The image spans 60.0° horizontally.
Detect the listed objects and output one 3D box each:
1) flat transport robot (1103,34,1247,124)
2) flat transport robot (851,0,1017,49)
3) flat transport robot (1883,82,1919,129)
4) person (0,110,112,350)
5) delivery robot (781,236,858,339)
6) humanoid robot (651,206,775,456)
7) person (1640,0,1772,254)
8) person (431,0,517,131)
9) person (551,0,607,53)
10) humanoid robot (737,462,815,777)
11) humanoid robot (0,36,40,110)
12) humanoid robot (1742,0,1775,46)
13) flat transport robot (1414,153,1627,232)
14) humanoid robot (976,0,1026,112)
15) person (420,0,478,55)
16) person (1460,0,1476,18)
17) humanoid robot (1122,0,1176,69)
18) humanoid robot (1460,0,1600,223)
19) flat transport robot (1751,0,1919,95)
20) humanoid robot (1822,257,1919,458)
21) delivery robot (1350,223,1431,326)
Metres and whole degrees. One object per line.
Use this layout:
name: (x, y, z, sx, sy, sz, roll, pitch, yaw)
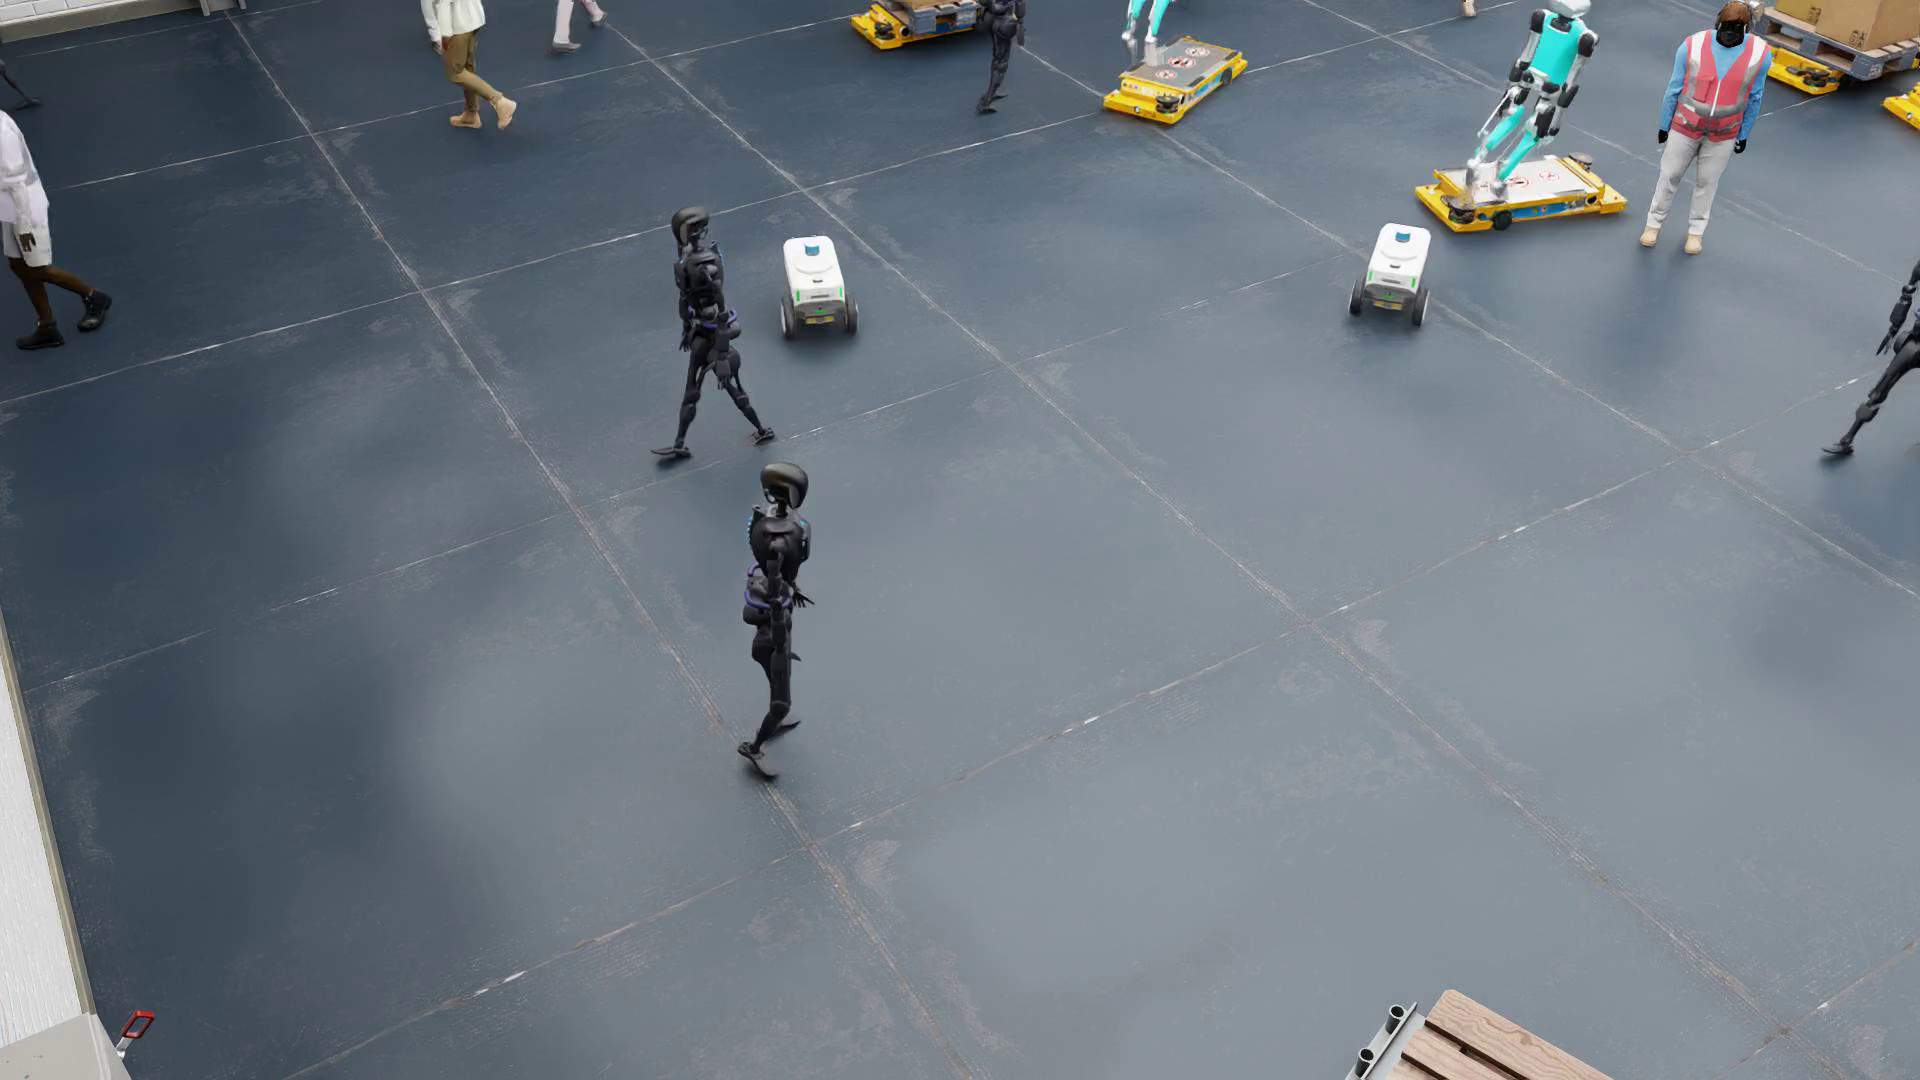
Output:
flat transport robot: (1.869, -3.976, 14.309, 0.659, 0.231, 1.431, 22, 44, 26)
flat transport robot: (-0.228, -4.864, 15.429, 1.431, 0.231, 0.659, -17, 42, -21)
flat transport robot: (8.553, -3.623, 13.864, 1.431, 0.231, 0.659, -8, 39, -10)
person: (-6.004, -2.123, 10.665, 0.651, 1.890, 0.620, -31, 48, -33)
delivery robot: (-0.983, -1.736, 11.249, 0.499, 0.591, 0.768, -7, 39, -9)
humanoid robot: (-1.480, -1.167, 9.669, 0.771, 1.626, 0.608, -22, 43, -25)
person: (5.230, -2.893, 11.690, 0.628, 1.835, 0.431, 13, 40, 16)
person: (-3.928, -4.076, 13.241, 0.601, 1.744, 0.537, 7, 39, 9)
person: (-3.512, -5.311, 14.779, 0.582, 1.779, 1.006, 16, 41, 19)
humanoid robot: (-0.877, 0.342, 7.731, 0.412, 1.646, 0.596, -1, 38, -1)
humanoid robot: (-8.007, -4.152, 13.421, 0.607, 1.617, 0.758, 24, 44, 27)
humanoid robot: (7.123, -5.119, 14.466, 0.735, 1.671, 0.533, -11, 40, -14)
flat transport robot: (4.254, -2.635, 12.617, 1.431, 0.231, 0.659, -9, 39, -12)
humanoid robot: (0.301, -4.343, 13.655, 0.423, 1.649, 0.589, -20, 42, -23)
person: (-4.632, -5.206, 14.574, 0.355, 1.879, 0.576, 32, 48, 33)
person: (4.677, -5.764, 15.453, 0.541, 1.644, 0.909, -5, 39, -6)
humanoid robot: (1.560, -4.659, 14.009, 0.535, 1.798, 0.816, 22, 44, 26)
humanoid robot: (3.930, -2.982, 11.893, 0.971, 1.757, 0.565, -19, 42, -22)
flat transport robot: (7.759, -4.241, 14.644, 1.431, 0.231, 0.659, -19, 42, -22)
humanoid robot: (5.629, -1.132, 9.621, 0.751, 1.629, 0.589, -18, 42, -21)
delivery robot: (2.996, -1.869, 11.400, 0.499, 0.570, 0.750, 13, 40, 15)
